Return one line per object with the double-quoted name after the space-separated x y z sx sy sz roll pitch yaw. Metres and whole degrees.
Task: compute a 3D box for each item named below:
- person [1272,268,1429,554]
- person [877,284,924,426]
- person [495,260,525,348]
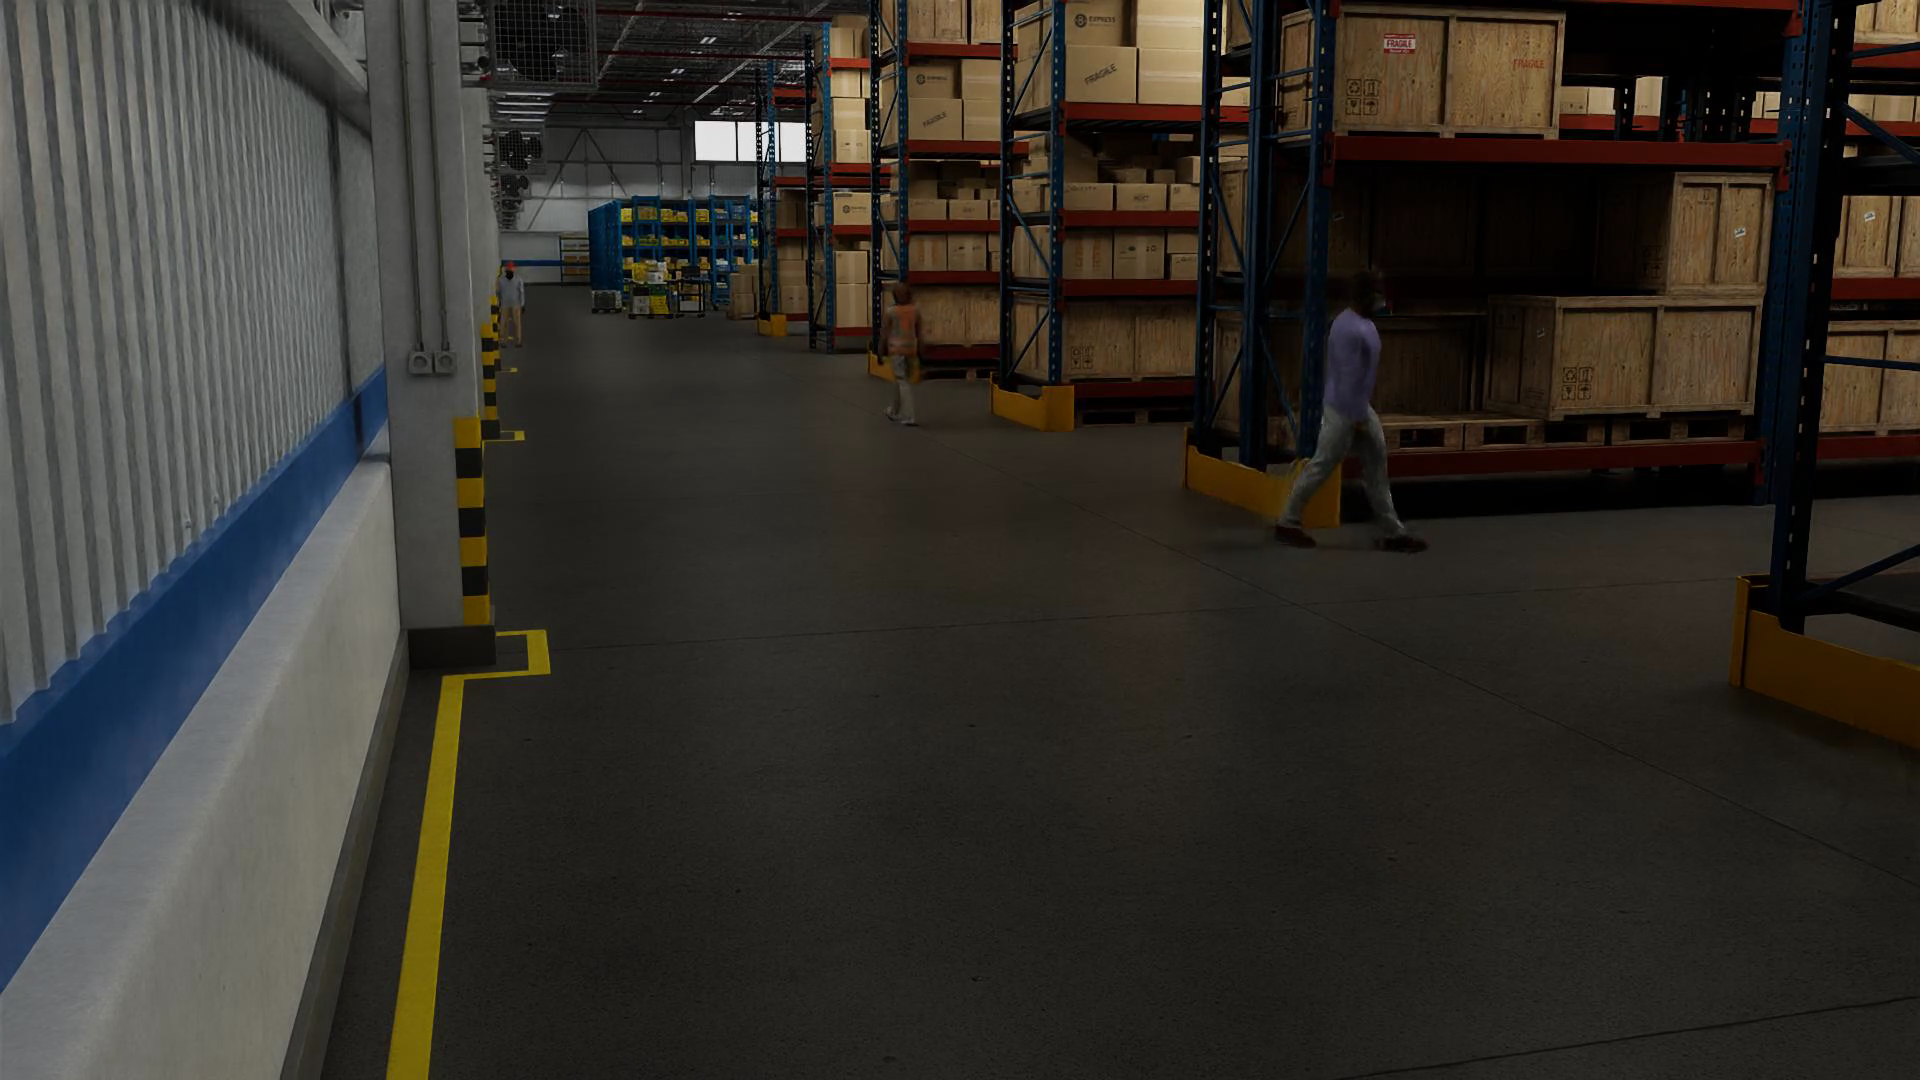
2.576 -0.850 11.028 1.036 1.890 0.656 5 11 28 "person"
-0.700 -2.115 18.967 0.538 1.586 0.848 -7 12 -33 "person"
-8.998 -4.715 33.265 0.569 1.749 0.341 -3 10 -17 "person"
